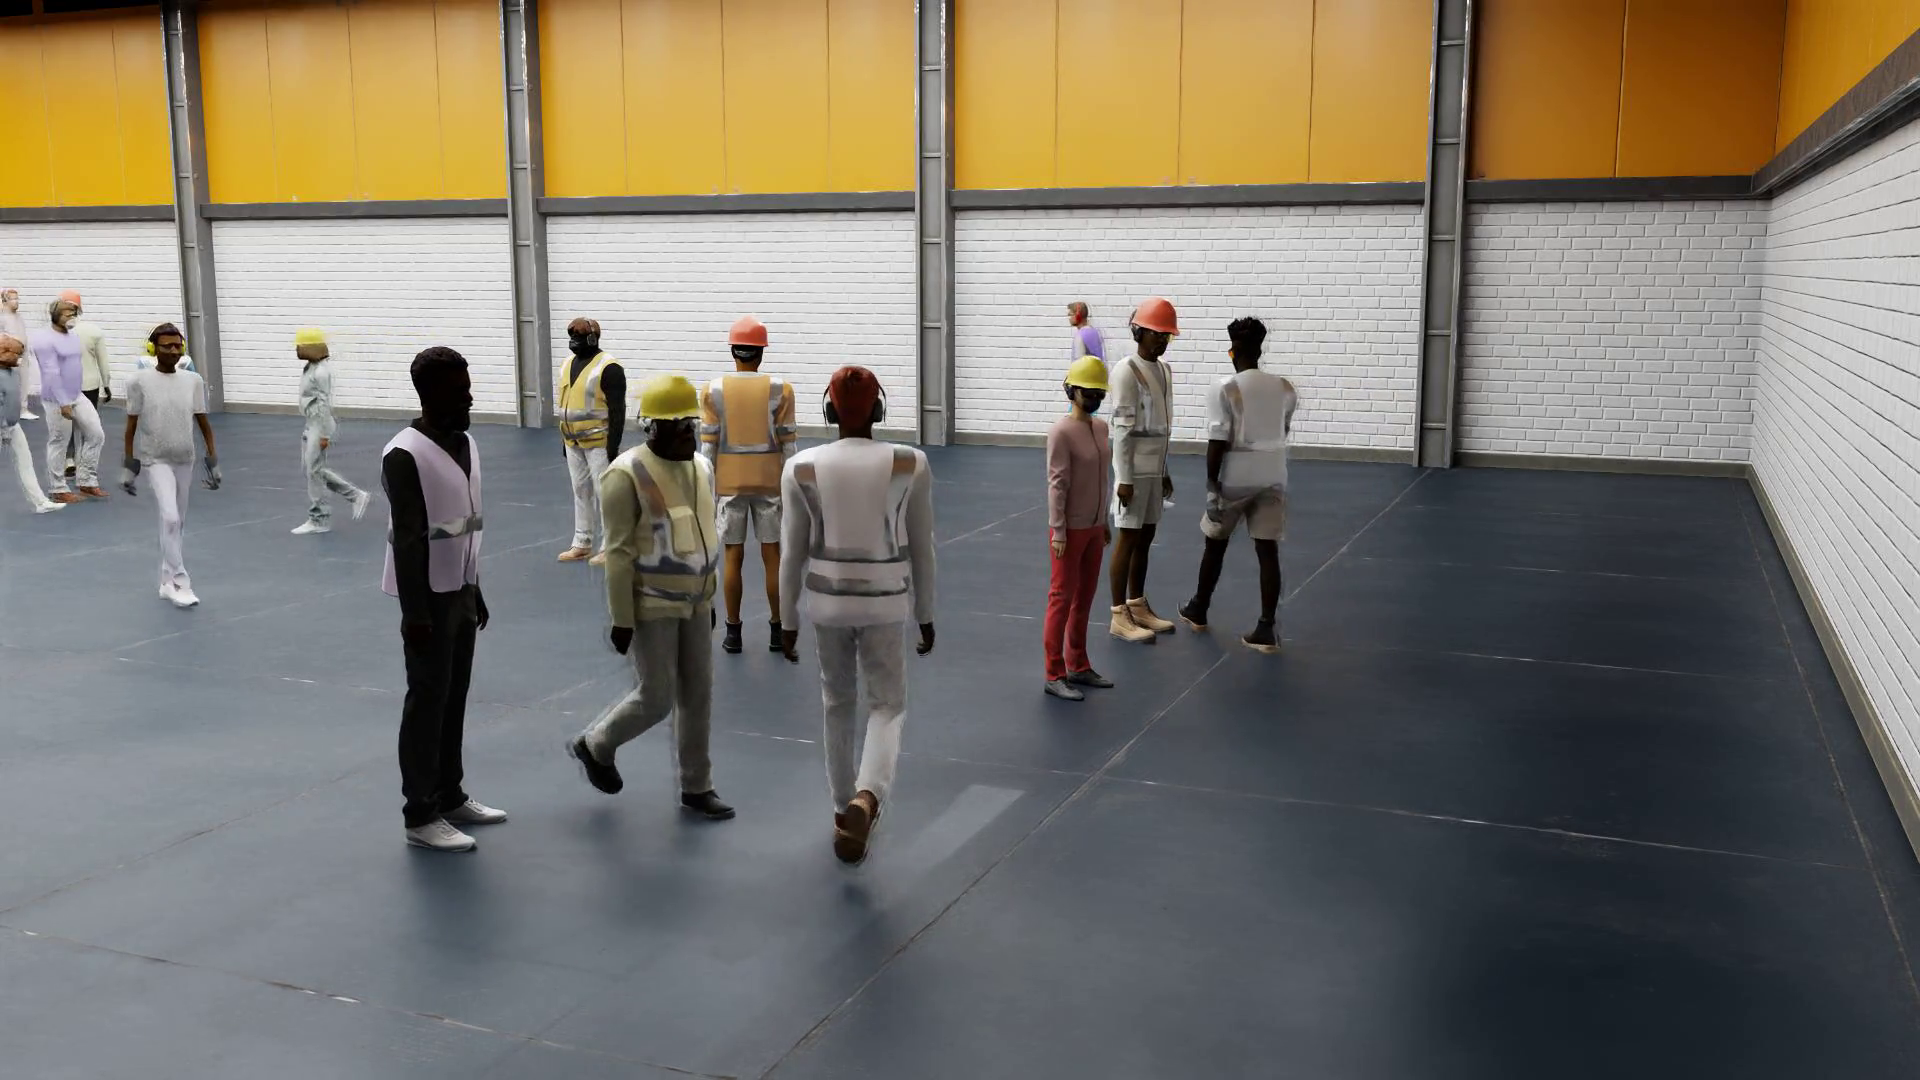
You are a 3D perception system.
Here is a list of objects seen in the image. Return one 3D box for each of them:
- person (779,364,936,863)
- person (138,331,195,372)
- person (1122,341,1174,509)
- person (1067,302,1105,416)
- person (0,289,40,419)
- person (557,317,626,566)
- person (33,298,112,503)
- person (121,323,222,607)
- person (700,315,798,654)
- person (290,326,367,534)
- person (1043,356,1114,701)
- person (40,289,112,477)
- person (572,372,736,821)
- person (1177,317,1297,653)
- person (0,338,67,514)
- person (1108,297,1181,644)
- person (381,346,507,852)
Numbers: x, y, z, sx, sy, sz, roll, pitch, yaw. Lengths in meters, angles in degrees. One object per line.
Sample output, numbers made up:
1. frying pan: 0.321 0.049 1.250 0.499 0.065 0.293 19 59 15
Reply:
1. person: -0.388 0.277 6.210 0.591 1.861 0.812 1 9 4
2. person: -7.723 -1.268 16.318 0.549 1.594 0.780 -4 10 -23
3. person: 1.718 -1.141 14.858 0.788 1.833 0.540 -4 10 -23
4. person: 1.355 -1.674 18.133 0.467 1.820 0.579 3 10 17
5. person: -13.650 -2.655 23.890 0.545 1.886 0.660 1 9 5
6. person: -2.752 -0.728 12.358 0.624 1.844 0.430 7 12 37
7. person: -8.255 -1.280 15.488 0.659 1.911 0.636 1 9 7
8. person: -5.089 -0.483 10.852 0.809 1.842 0.567 7 12 38
9. person: -1.208 -0.315 9.567 0.551 1.935 0.375 -1 9 -6
10. person: -5.298 -0.921 13.846 0.569 1.725 0.499 -6 11 -33
11. person: 0.635 -0.066 8.584 0.319 1.765 0.533 6 11 34
12. person: -9.142 -1.603 17.240 0.621 1.978 0.436 -4 10 -23
13. person: -1.225 0.225 6.665 0.620 1.812 0.603 5 11 30
14. person: 1.642 -0.346 9.801 0.607 1.910 0.984 -3 10 -17
15. person: -8.498 -1.013 14.843 0.859 1.579 0.506 1 9 3
16. person: 1.116 -0.416 9.885 0.404 2.034 0.609 6 11 32
17. person: -2.007 0.216 6.404 0.383 1.918 0.591 1 9 7
